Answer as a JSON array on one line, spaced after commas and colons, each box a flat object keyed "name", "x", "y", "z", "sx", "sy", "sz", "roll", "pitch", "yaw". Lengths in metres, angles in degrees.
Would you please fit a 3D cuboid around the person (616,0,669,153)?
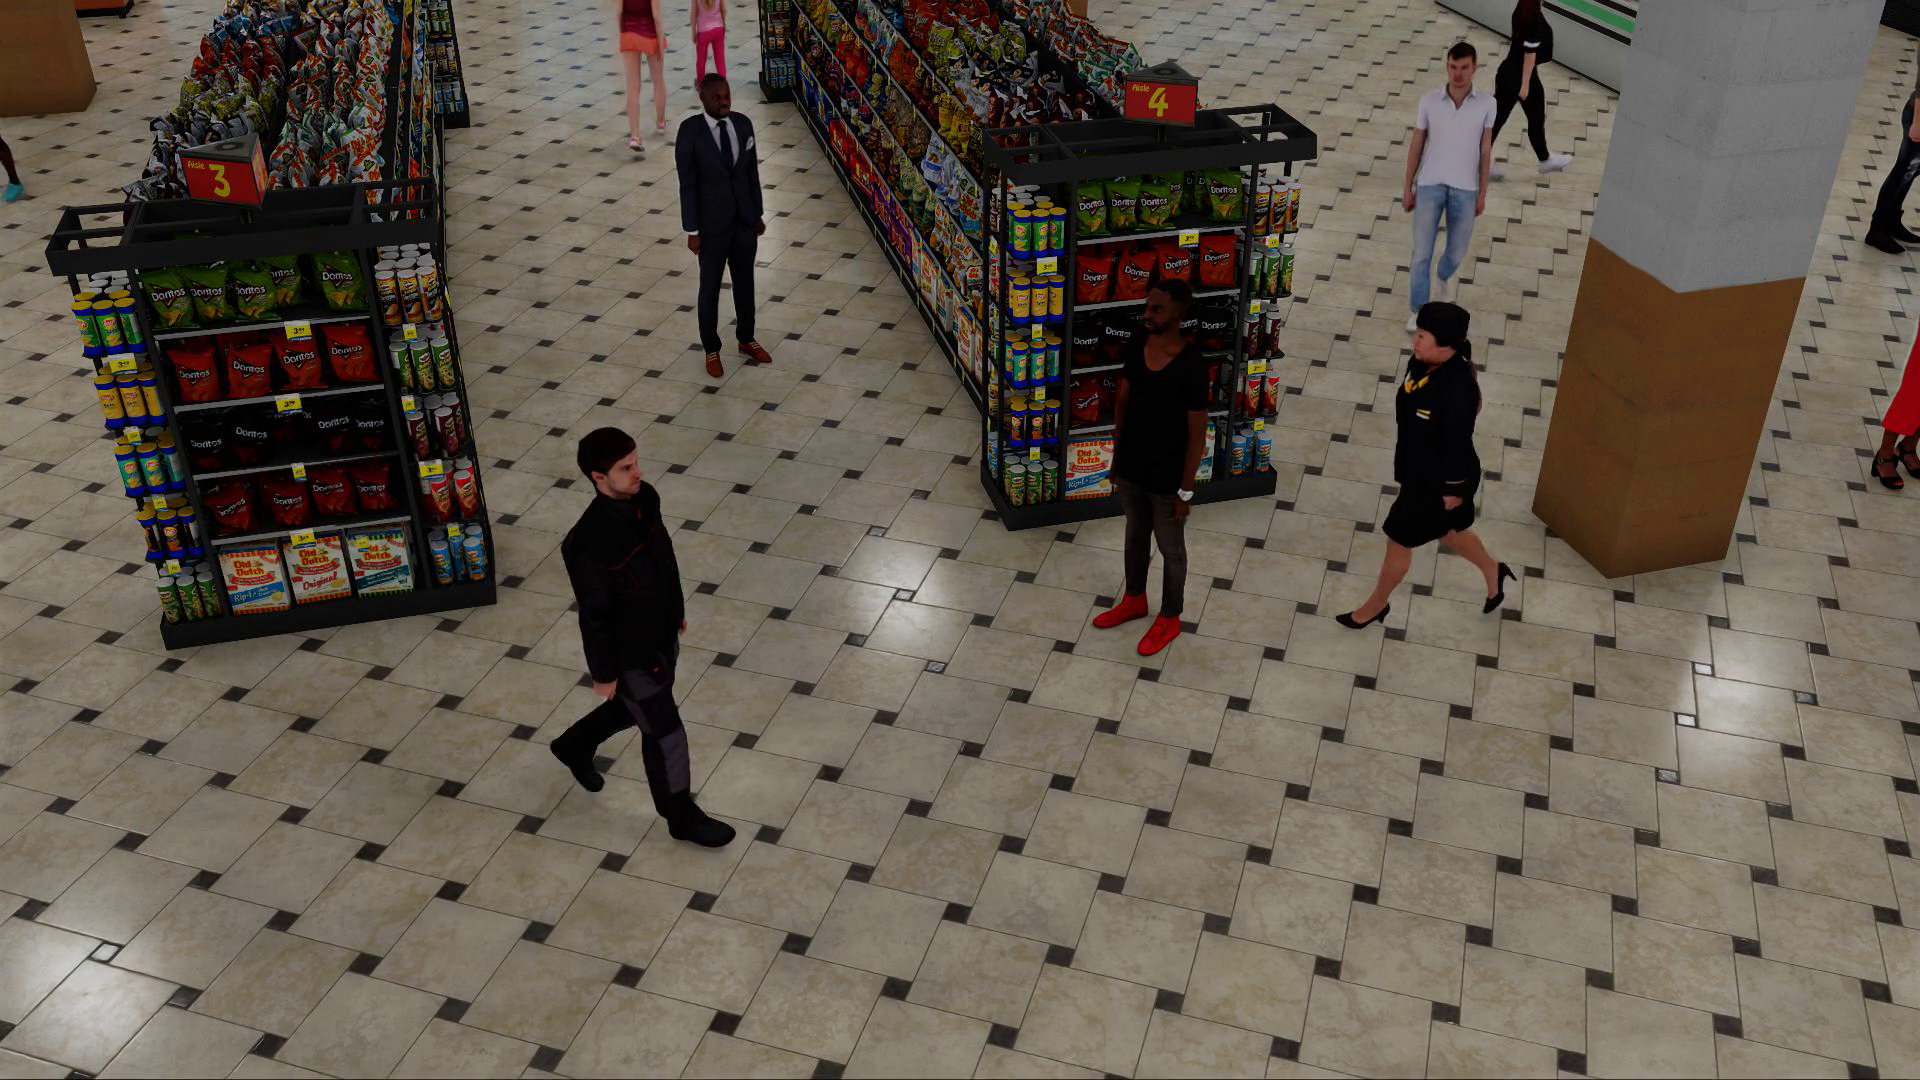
[{"name": "person", "x": -2.617, "y": -4.023, "z": 13.525, "sx": 0.704, "sy": 1.716, "sz": 1.167, "roll": -2, "pitch": 32, "yaw": -3}]

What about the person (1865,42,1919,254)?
[{"name": "person", "x": 6.805, "y": -3.006, "z": 11.706, "sx": 0.786, "sy": 1.911, "sz": 0.767, "roll": -27, "pitch": 41, "yaw": -36}]

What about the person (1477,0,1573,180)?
[{"name": "person", "x": 4.257, "y": -3.571, "z": 12.899, "sx": 0.748, "sy": 1.610, "sz": 0.964, "roll": -4, "pitch": 32, "yaw": -7}]

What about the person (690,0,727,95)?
[{"name": "person", "x": -2.191, "y": -4.485, "z": 14.709, "sx": 0.507, "sy": 1.251, "sz": 0.810, "roll": -10, "pitch": 33, "yaw": -15}]

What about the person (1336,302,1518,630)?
[{"name": "person", "x": 2.257, "y": -0.282, "z": 7.596, "sx": 0.881, "sy": 1.629, "sz": 1.102, "roll": -3, "pitch": 32, "yaw": -6}]

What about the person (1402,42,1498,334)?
[{"name": "person", "x": 3.086, "y": -2.236, "z": 10.542, "sx": 0.889, "sy": 1.835, "sz": 0.977, "roll": 9, "pitch": 33, "yaw": 14}]

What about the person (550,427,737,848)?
[{"name": "person", "x": -1.319, "y": 0.370, "z": 6.368, "sx": 1.096, "sy": 1.819, "sz": 1.152, "roll": 7, "pitch": 33, "yaw": 11}]

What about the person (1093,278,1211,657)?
[{"name": "person", "x": 0.895, "y": -0.339, "z": 7.520, "sx": 0.770, "sy": 1.806, "sz": 0.626, "roll": -25, "pitch": 39, "yaw": -34}]

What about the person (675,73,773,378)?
[{"name": "person", "x": -1.423, "y": -1.918, "z": 10.041, "sx": 0.775, "sy": 1.824, "sz": 0.724, "roll": -20, "pitch": 37, "yaw": -29}]
